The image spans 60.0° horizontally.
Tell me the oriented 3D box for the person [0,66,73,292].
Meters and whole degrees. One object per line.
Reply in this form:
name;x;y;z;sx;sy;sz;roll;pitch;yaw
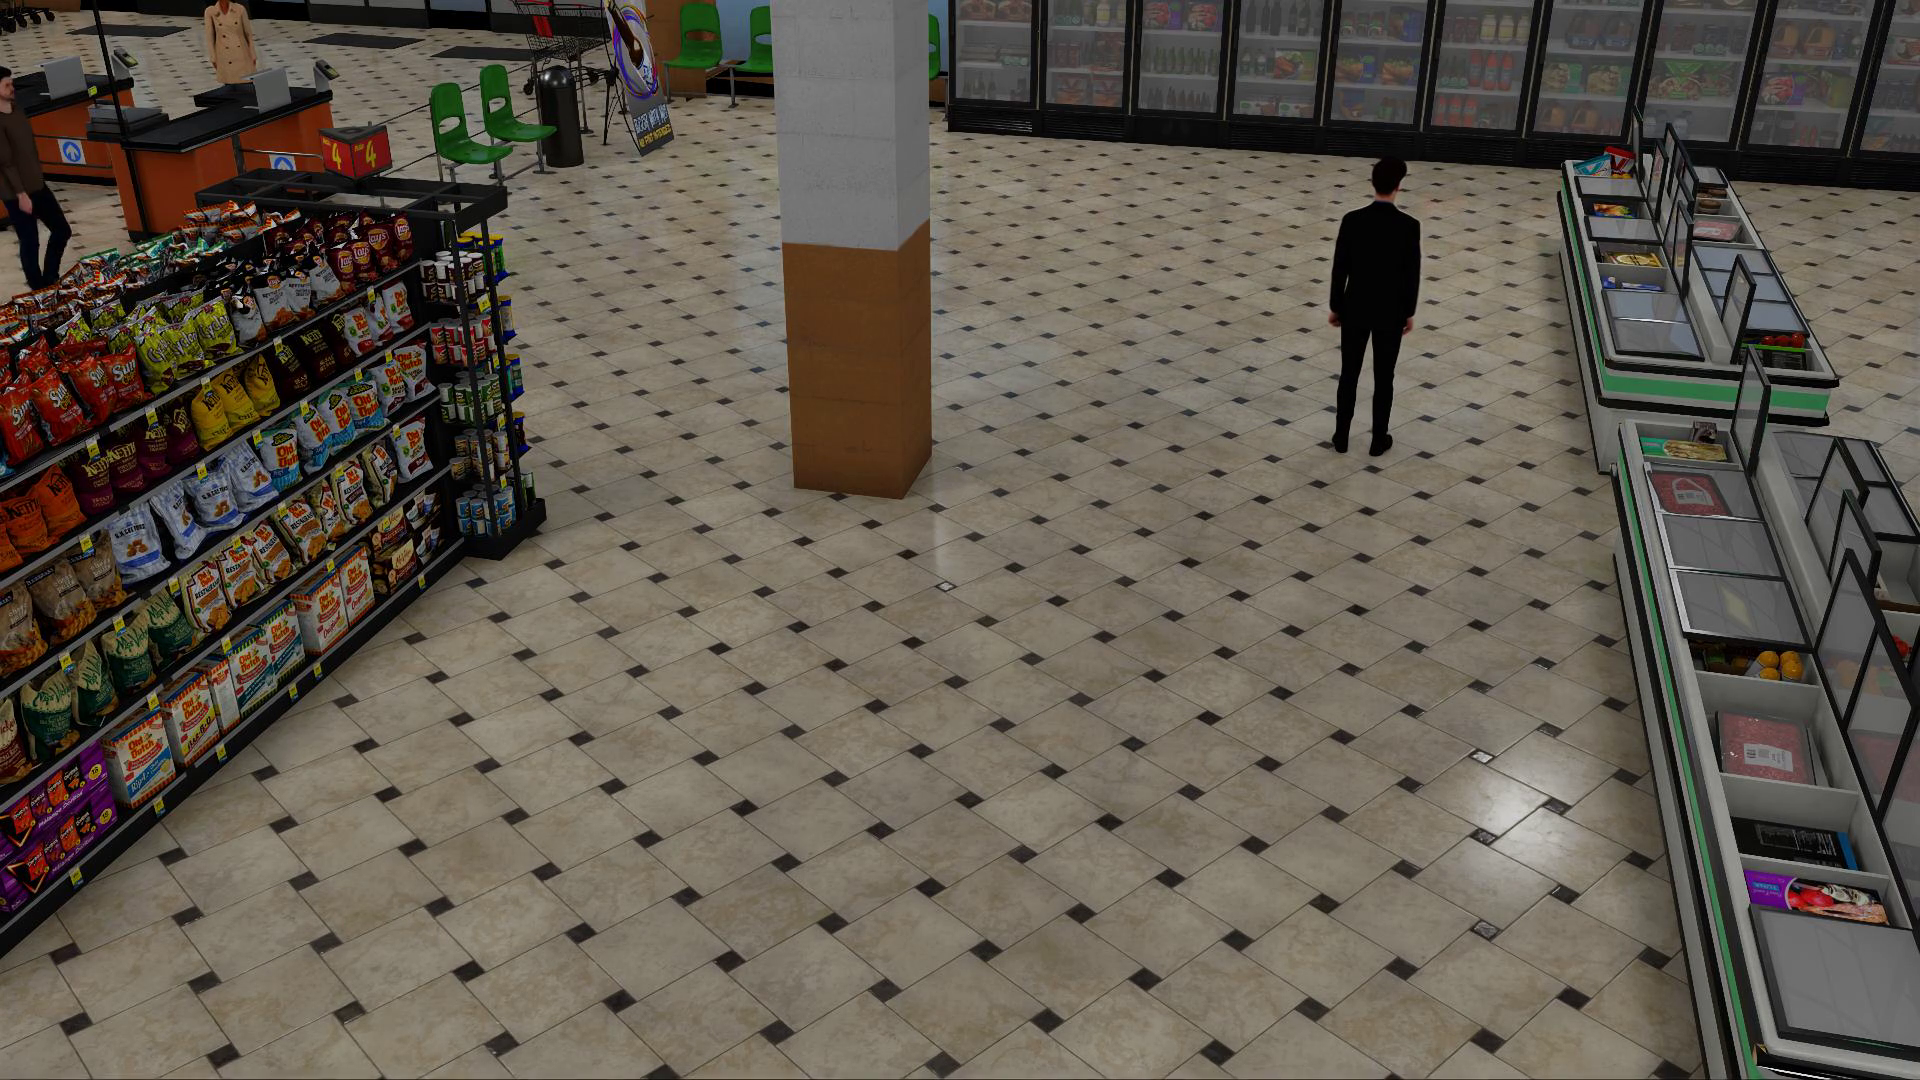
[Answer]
person;-7.335;-2.721;12.886;0.791;1.877;0.632;0;27;-1

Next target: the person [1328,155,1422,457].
person;2.567;-1.437;10.336;0.707;1.894;0.635;10;29;19

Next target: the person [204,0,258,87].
person;-7.873;-5.223;18.036;0.707;1.682;0.733;-11;29;-20
